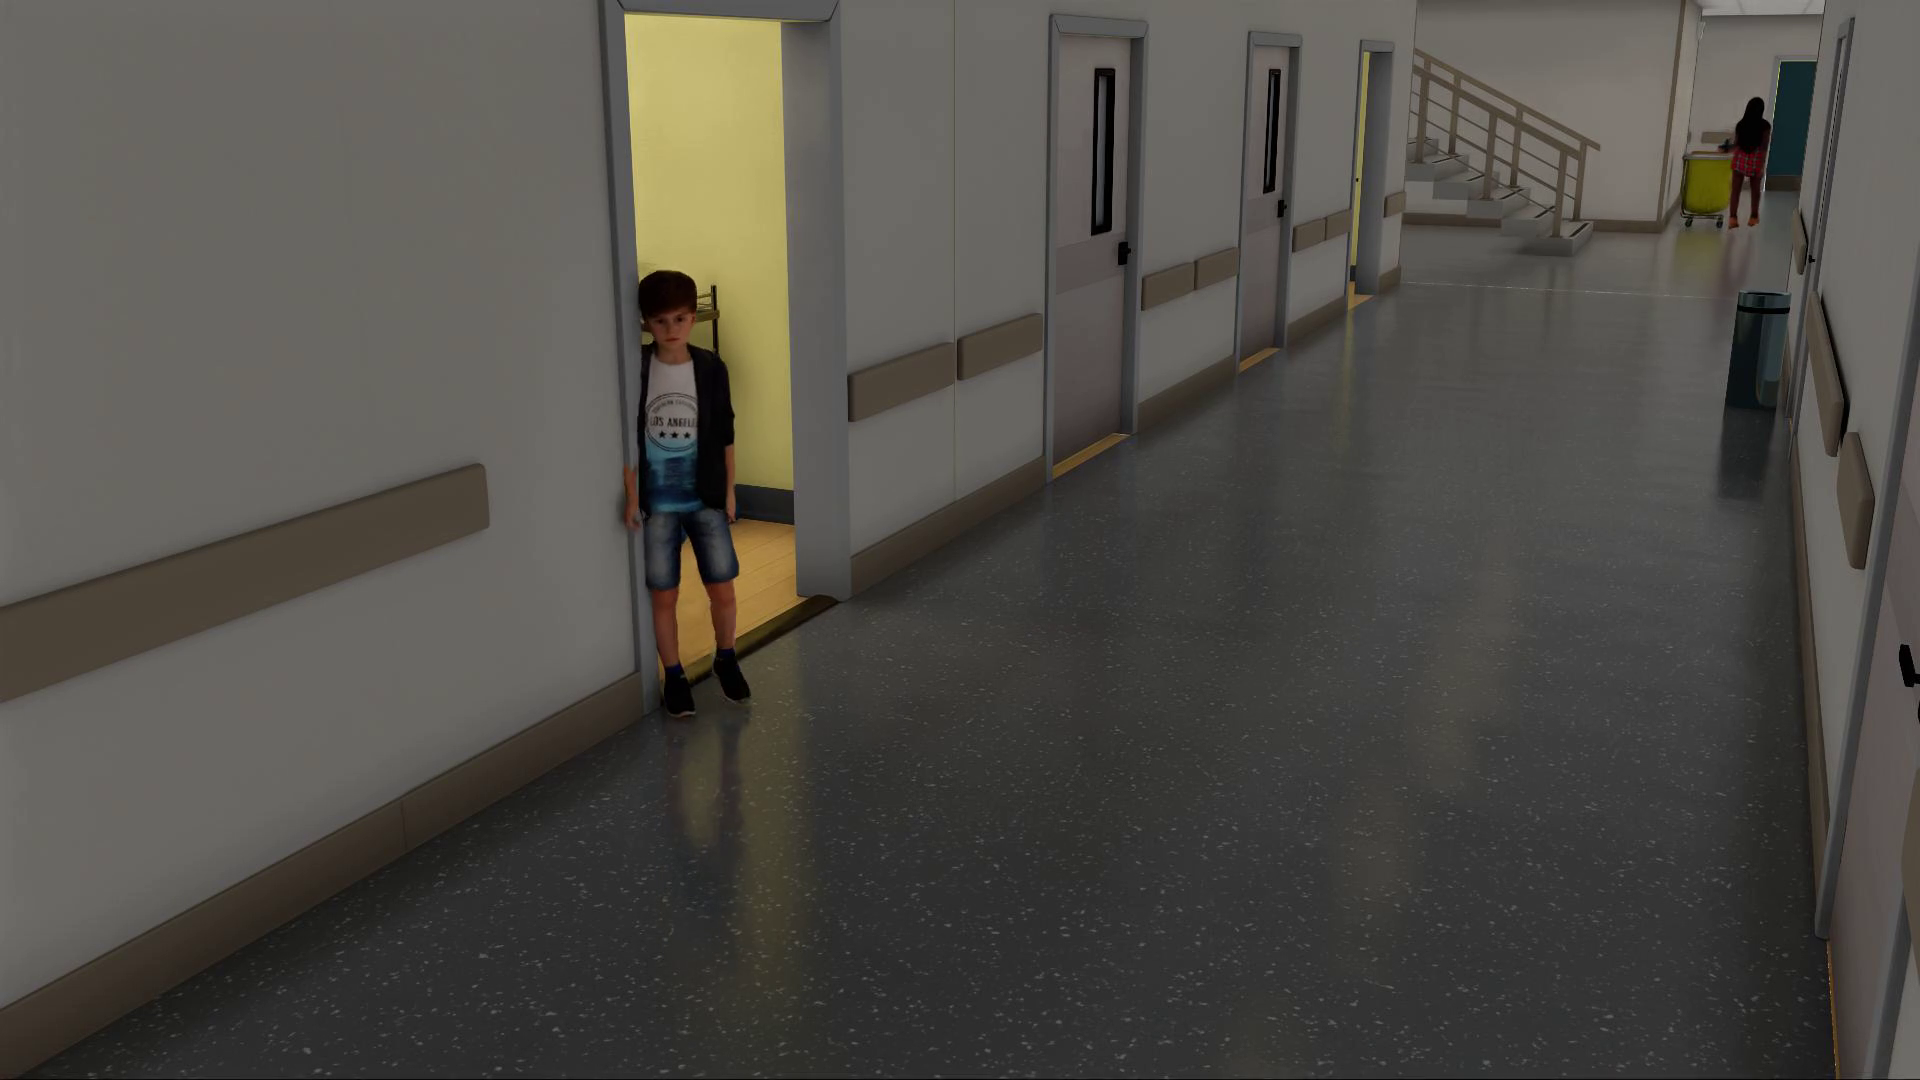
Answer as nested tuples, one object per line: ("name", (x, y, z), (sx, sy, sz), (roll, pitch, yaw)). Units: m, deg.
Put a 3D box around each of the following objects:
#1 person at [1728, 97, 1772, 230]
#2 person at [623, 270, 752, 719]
("person", (10.205, -4.834, 21.612), (1.191, 1.660, 0.805), (11, 19, 34))
("person", (-0.935, -0.156, 5.424), (0.661, 1.440, 0.732), (-4, 16, -15))
